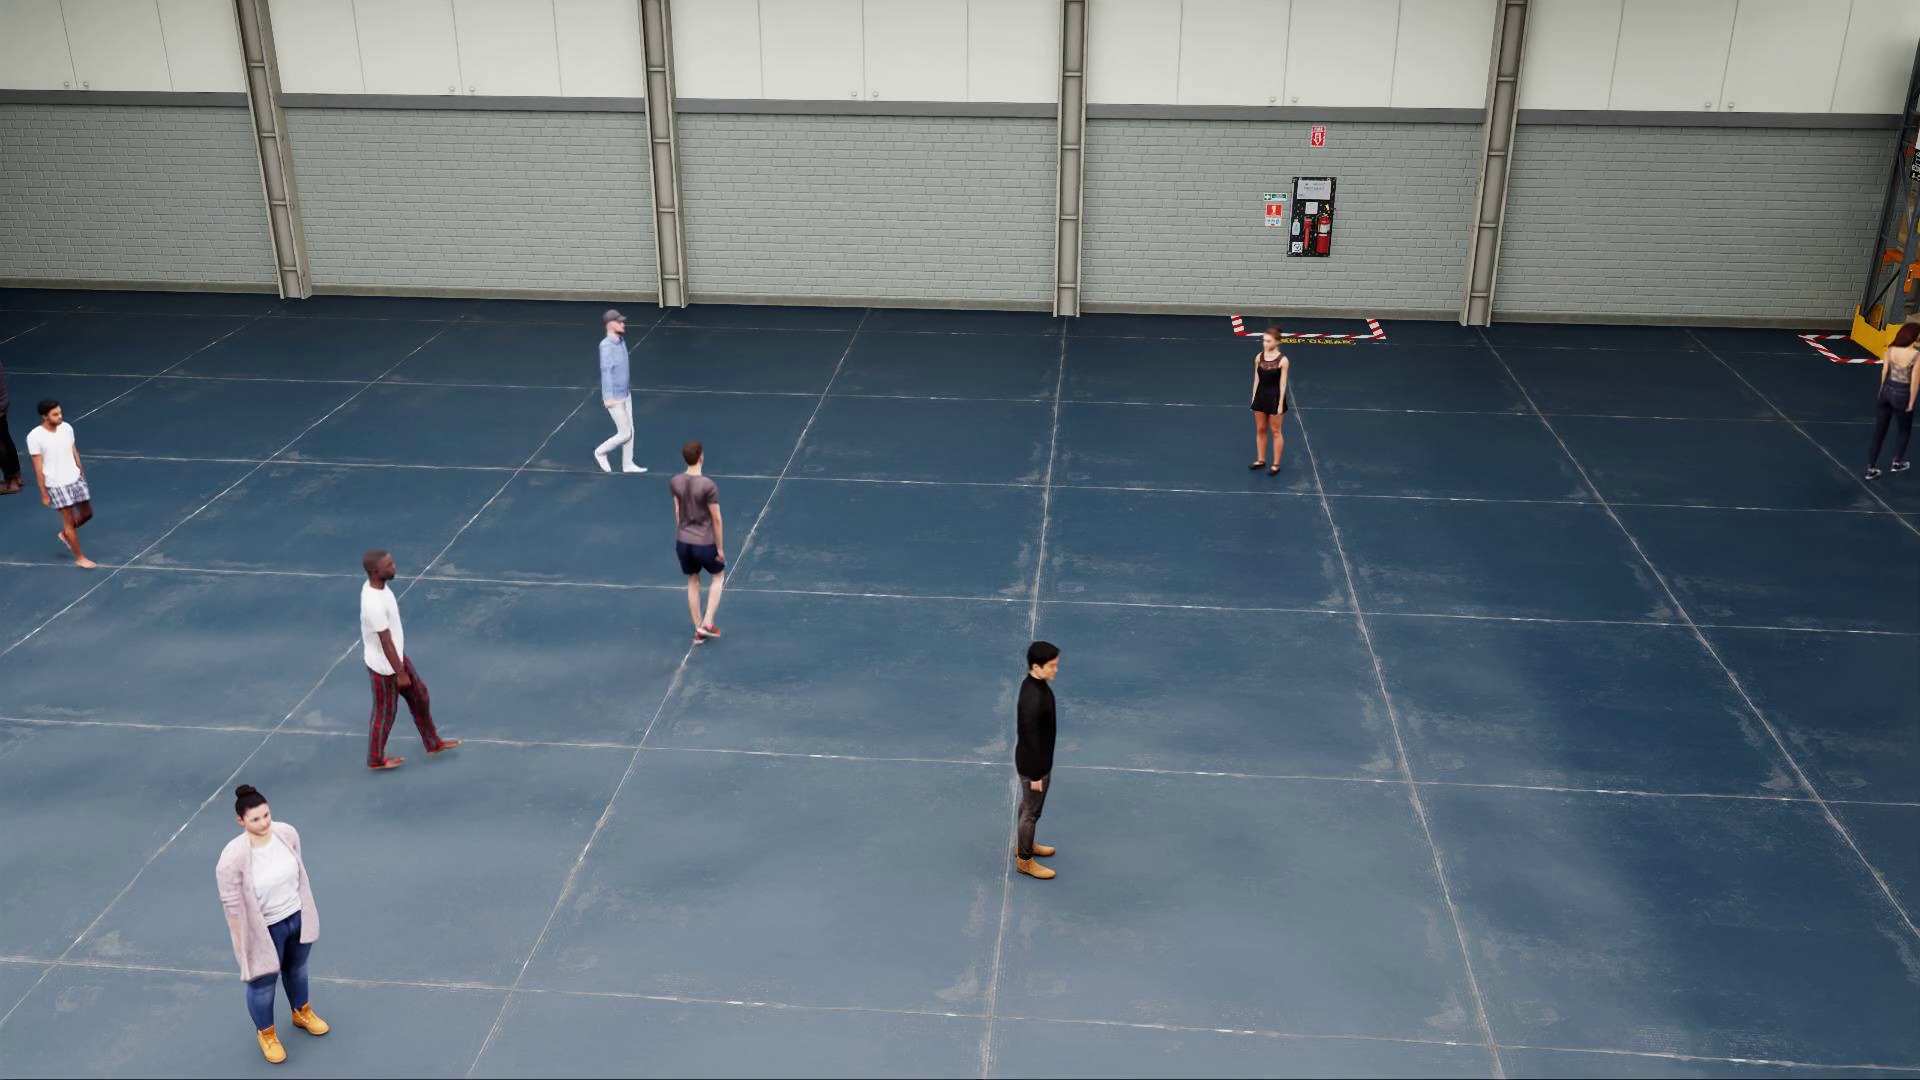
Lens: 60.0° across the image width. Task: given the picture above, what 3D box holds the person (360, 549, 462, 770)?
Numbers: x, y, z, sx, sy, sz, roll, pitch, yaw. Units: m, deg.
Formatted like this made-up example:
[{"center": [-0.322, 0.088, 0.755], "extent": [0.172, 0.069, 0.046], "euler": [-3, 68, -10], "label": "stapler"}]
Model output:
[{"center": [-4.400, 0.929, 12.498], "extent": [1.048, 1.807, 0.894], "euler": [-6, 24, -14], "label": "person"}]

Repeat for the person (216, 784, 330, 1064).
[{"center": [-3.995, 2.183, 9.633], "extent": [0.805, 1.743, 0.796], "euler": [16, 28, 32], "label": "person"}]

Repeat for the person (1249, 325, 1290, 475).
[{"center": [3.460, -1.568, 18.536], "extent": [0.671, 1.679, 0.749], "euler": [20, 30, 39], "label": "person"}]

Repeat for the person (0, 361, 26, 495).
[{"center": [-10.450, -1.407, 17.954], "extent": [0.662, 1.836, 0.753], "euler": [-4, 23, -8], "label": "person"}]

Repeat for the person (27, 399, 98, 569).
[{"center": [-8.754, -0.564, 16.132], "extent": [0.906, 1.711, 0.814], "euler": [10, 25, 23], "label": "person"}]

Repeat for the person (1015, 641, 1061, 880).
[{"center": [0.513, 1.470, 11.336], "extent": [0.506, 1.722, 0.646], "euler": [2, 23, 4], "label": "person"}]

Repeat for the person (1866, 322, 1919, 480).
[{"center": [10.250, -1.509, 18.313], "extent": [1.014, 1.743, 0.927], "euler": [-16, 28, -33], "label": "person"}]

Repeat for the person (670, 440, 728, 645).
[{"center": [-2.333, 0.065, 14.489], "extent": [0.658, 1.840, 0.768], "euler": [8, 24, 18], "label": "person"}]

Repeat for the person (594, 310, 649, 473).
[{"center": [-3.855, -1.620, 18.403], "extent": [0.831, 1.877, 0.719], "euler": [5, 24, 12], "label": "person"}]
